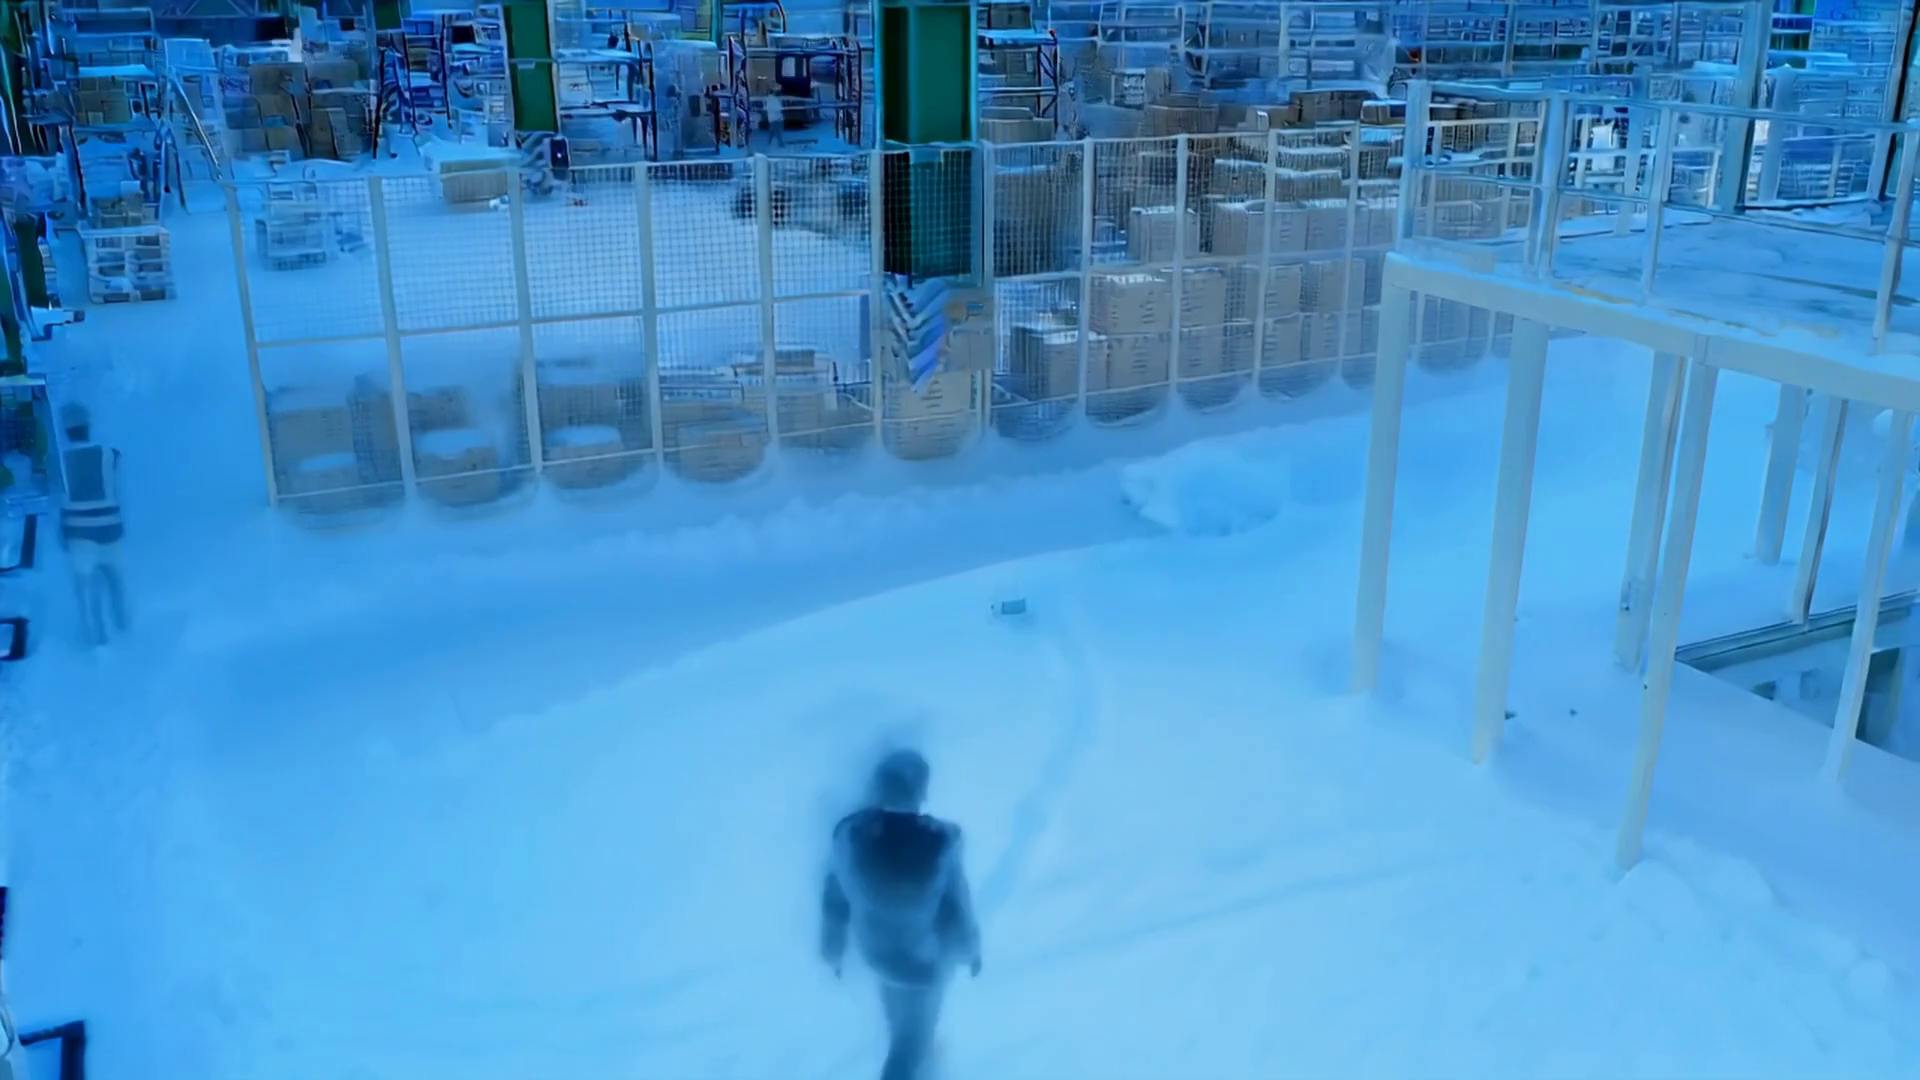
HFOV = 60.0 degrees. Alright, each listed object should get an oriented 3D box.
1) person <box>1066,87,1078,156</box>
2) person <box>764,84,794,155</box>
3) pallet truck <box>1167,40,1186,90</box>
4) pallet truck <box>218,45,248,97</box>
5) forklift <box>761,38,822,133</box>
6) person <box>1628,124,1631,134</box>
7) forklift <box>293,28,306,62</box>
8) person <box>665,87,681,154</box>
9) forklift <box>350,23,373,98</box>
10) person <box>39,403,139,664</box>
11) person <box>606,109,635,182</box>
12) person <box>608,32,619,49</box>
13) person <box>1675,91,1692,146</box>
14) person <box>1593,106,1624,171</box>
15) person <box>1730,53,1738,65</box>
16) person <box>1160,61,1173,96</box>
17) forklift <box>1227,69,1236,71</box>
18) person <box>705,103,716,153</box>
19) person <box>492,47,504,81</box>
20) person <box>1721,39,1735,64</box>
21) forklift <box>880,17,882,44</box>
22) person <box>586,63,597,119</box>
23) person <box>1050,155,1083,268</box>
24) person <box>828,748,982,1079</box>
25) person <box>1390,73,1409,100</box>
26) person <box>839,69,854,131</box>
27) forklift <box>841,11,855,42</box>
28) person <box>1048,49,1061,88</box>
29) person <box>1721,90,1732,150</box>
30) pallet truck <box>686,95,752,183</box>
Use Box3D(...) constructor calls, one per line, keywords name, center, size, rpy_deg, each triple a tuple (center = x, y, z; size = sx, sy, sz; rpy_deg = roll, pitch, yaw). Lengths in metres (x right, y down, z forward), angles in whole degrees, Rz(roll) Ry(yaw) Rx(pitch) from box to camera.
Box3D(name="person", center=(3.039, -11.329, 45.084), size=(0.327, 1.851, 0.629), rpy_deg=(1, 19, 3))
Box3D(name="person", center=(-4.972, -11.495, 45.510), size=(0.999, 1.867, 0.647), rpy_deg=(-9, 21, -24))
Box3D(name="pallet truck", center=(9.045, -19.971, 69.895), size=(0.823, 1.965, 1.885), rpy_deg=(-3, 19, -8))
Box3D(name="pallet truck", center=(-28.879, -18.665, 66.111), size=(0.823, 1.965, 1.885), rpy_deg=(-3, 19, -9))
Box3D(name="forklift", center=(-5.326, -14.216, 51.880), size=(1.129, 2.768, 1.873), rpy_deg=(10, 22, 27))
Box3D(name="person", center=(18.095, -11.098, 44.585), size=(0.883, 1.725, 0.532), rpy_deg=(2, 19, 6))
Box3D(name="forklift", center=(-23.756, -17.105, 60.255), size=(1.873, 2.768, 1.129), rpy_deg=(-9, 21, -25))
Box3D(name="person", center=(-7.911, -11.560, 45.810), size=(0.432, 1.815, 0.761), rpy_deg=(-7, 20, -19))
Box3D(name="forklift", center=(-23.273, -18.693, 64.859), size=(1.129, 2.768, 1.873), rpy_deg=(14, 23, 35))
Box3D(name="person", center=(-6.449, -0.064, 12.362), size=(0.617, 1.891, 1.017), rpy_deg=(-8, 21, -22))
Box3D(name="person", center=(-8.148, -9.412, 39.720), size=(0.768, 1.716, 0.491), rpy_deg=(-14, 23, -35))
Box3D(name="person", center=(-16.581, -23.344, 79.775), size=(0.628, 1.932, 0.361), rpy_deg=(-13, 23, -33))
Box3D(name="person", center=(20.003, -11.538, 45.947), size=(0.522, 1.672, 0.543), rpy_deg=(-6, 20, -16))
Box3D(name="person", center=(14.567, -8.858, 37.614), size=(0.536, 2.000, 0.683), rpy_deg=(-11, 22, -30))
Box3D(name="person", center=(30.866, -18.616, 66.429), size=(0.533, 1.684, 0.562), rpy_deg=(-10, 22, -28))
Box3D(name="person", center=(6.987, -15.121, 55.941), size=(0.759, 1.921, 0.613), rpy_deg=(1, 19, 3))
Box3D(name="forklift", center=(13.632, -24.673, 82.192), size=(1.873, 2.768, 1.129), rpy_deg=(-9, 21, -25))
Box3D(name="person", center=(-6.209, -10.113, 41.787), size=(0.324, 1.688, 0.530), rpy_deg=(-12, 22, -31))
Box3D(name="person", center=(-18.379, -18.698, 66.382), size=(0.562, 1.895, 1.002), rpy_deg=(0, 19, 1))
Box3D(name="person", center=(36.003, -22.754, 78.097), size=(0.652, 1.912, 0.577), rpy_deg=(-15, 24, -38))
Box3D(name="forklift", center=(-3.199, -21.740, 73.689), size=(1.129, 2.768, 1.873), rpy_deg=(-10, 21, -26))
Box3D(name="person", center=(-12.493, -15.230, 56.403), size=(0.341, 1.839, 0.501), rpy_deg=(-2, 19, -5))
Box3D(name="person", center=(1.874, -5.680, 28.647), size=(0.685, 1.898, 0.919), rpy_deg=(-4, 19, -11))
Box3D(name="person", center=(-0.255, 1.764, 7.202), size=(0.617, 1.805, 0.979), rpy_deg=(8, 21, 23))
Box3D(name="person", center=(13.085, -12.941, 49.633), size=(0.564, 1.918, 0.404), rpy_deg=(1, 19, 3))
Box3D(name="person", center=(-3.554, -13.773, 52.070), size=(0.581, 1.911, 0.396), rpy_deg=(15, 24, 38))
Box3D(name="forklift", center=(-5.588, -25.065, 83.329), size=(1.873, 2.768, 1.129), rpy_deg=(-9, 21, -25))
Box3D(name="person", center=(3.785, -18.805, 66.726), size=(0.557, 1.856, 0.386), rpy_deg=(10, 21, 26))
Box3D(name="person", center=(19.356, -10.338, 42.011), size=(0.435, 1.981, 0.629), rpy_deg=(12, 23, 32))
Box3D(name="pallet truck", center=(-5.836, -9.608, 39.856), size=(0.823, 1.965, 1.885), rpy_deg=(10, 22, 27))
